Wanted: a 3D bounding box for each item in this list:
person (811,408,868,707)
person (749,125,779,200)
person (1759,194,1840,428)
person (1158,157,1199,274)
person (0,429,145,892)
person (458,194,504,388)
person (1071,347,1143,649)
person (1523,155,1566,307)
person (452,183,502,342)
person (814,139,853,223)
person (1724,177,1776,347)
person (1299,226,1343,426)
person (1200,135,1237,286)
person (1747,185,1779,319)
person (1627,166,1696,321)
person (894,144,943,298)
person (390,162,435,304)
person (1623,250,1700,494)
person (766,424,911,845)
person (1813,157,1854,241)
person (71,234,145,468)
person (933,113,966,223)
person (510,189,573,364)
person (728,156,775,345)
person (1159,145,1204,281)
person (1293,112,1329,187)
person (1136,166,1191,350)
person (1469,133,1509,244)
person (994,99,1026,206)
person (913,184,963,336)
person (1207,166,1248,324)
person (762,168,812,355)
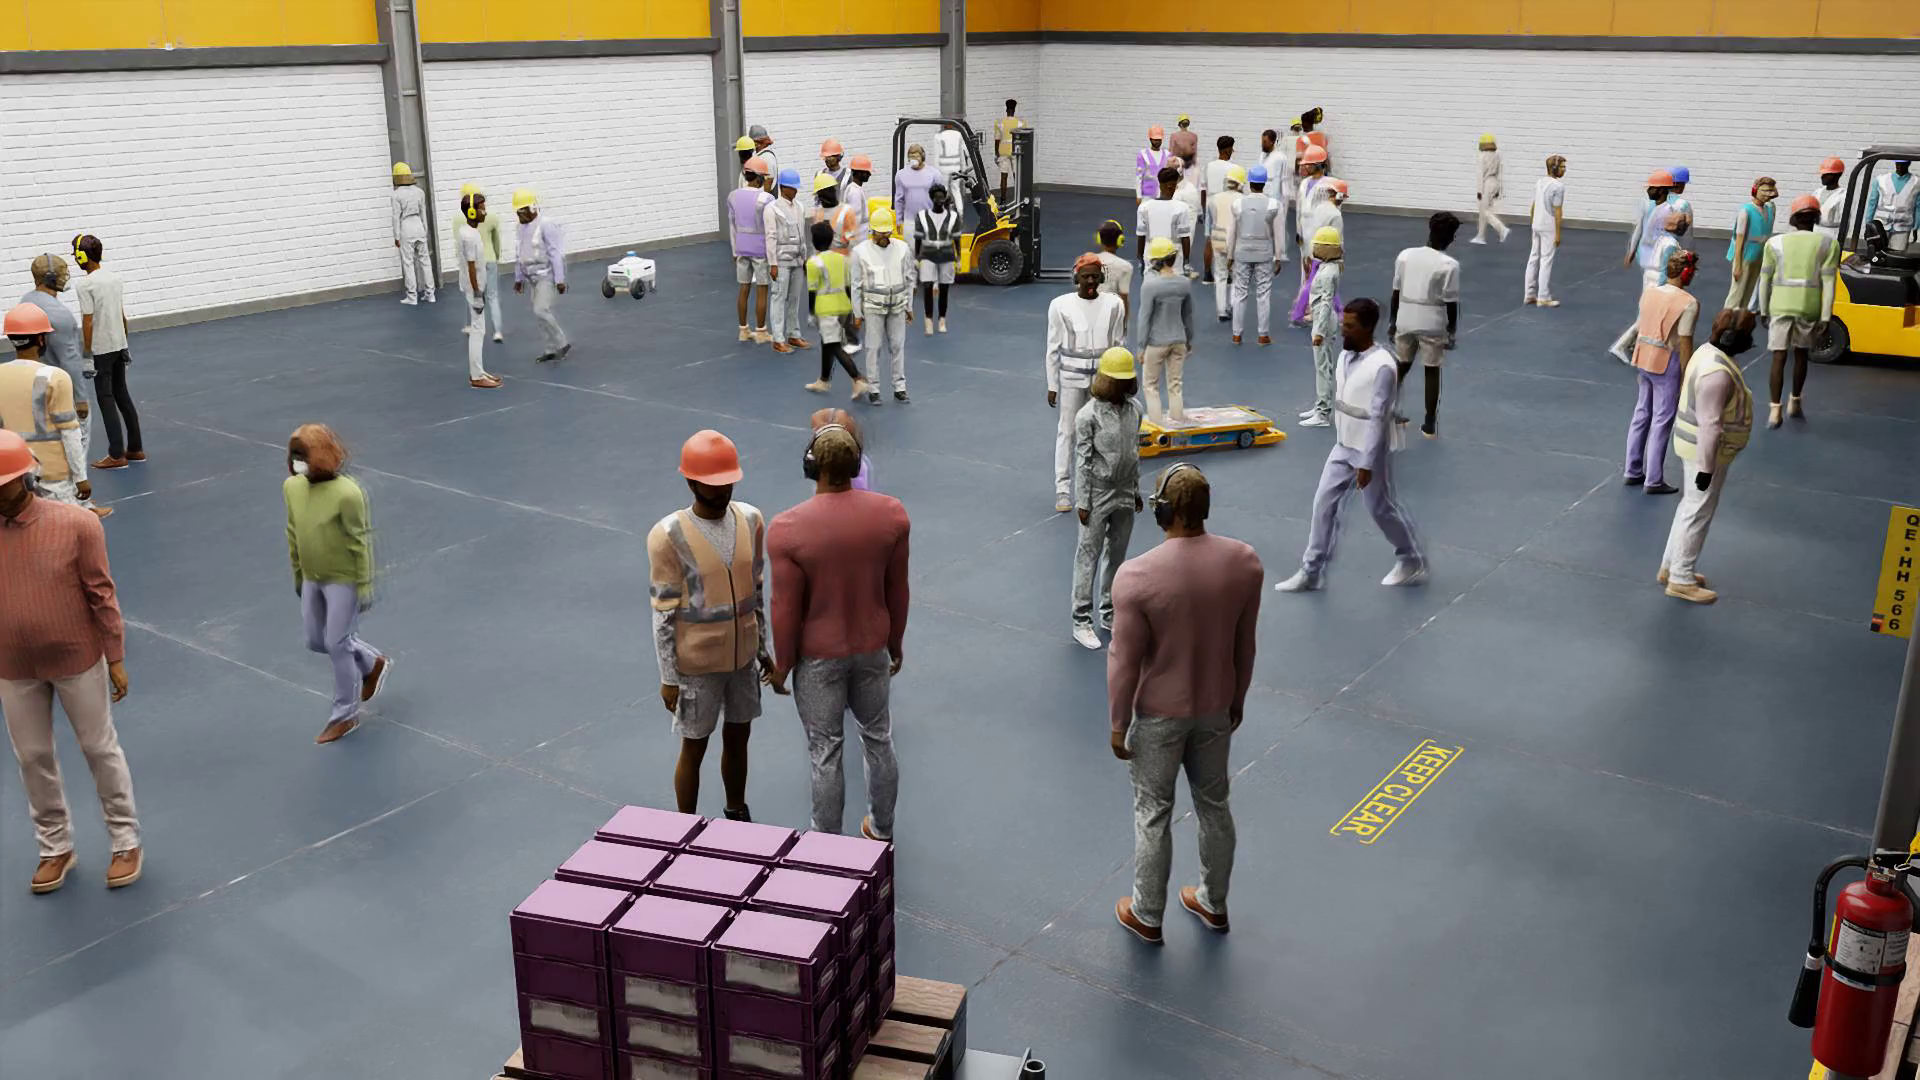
[{"bbox_3d":[-0.674,0.113,8.564,0.523,1.618,0.546,5,18,16],"label":"person"},{"bbox_3d":[-2.770,-4.702,22.965,0.538,2.000,0.681,-2,18,-7],"label":"person"},{"bbox_3d":[7.368,-2.032,14.688,0.620,1.987,0.924,9,20,27],"label":"person"},{"bbox_3d":[2.479,-3.507,19.445,0.408,1.908,0.645,-10,20,-29],"label":"person"},{"bbox_3d":[-3.742,0.498,6.796,0.630,1.980,0.410,-4,18,-12],"label":"person"},{"bbox_3d":[-4.656,-2.399,16.057,0.331,1.864,0.505,-5,18,-16],"label":"person"},{"bbox_3d":[0.867,-0.248,9.513,0.492,1.742,0.317,-14,22,-37],"label":"person"},{"bbox_3d":[7.204,-3.791,20.437,0.345,1.842,0.505,-6,19,-18],"label":"person"},{"bbox_3d":[-5.308,-3.062,18.357,0.522,1.724,0.856,-9,20,-25],"label":"person"},{"bbox_3d":[-1.534,-3.895,20.462,0.607,2.036,0.411,9,20,26],"label":"person"},{"bbox_3d":[8.466,-2.977,17.890,0.564,1.841,0.391,-14,23,-38],"label":"person"},{"bbox_3d":[3.162,-1.869,14.582,0.296,1.744,0.484,4,18,13],"label":"person"},{"bbox_3d":[3.450,-4.341,21.952,0.613,1.964,0.361,16,24,41],"label":"person"},{"bbox_3d":[9.457,-3.443,19.699,0.290,1.627,0.504,15,23,39],"label":"person"},{"bbox_3d":[7.789,-3.150,18.330,0.917,1.902,0.662,-9,20,-26],"label":"person"},{"bbox_3d":[-0.526,-4.041,21.091,0.635,1.927,0.377,4,18,13],"label":"person"},{"bbox_3d":[-6.834,-3.797,20.637,0.321,1.737,0.487,13,22,34],"label":"person"},{"bbox_3d":[5.276,-1.257,12.523,0.388,1.836,0.561,-5,18,-14],"label":"person"},{"bbox_3d":[-0.503,0.463,6.972,0.627,1.941,0.373,-9,20,-25],"label":"person"},{"bbox_3d":[9.897,-3.409,19.087,0.378,1.936,0.548,-5,18,-16],"label":"person"},{"bbox_3d":[-6.812,-1.493,13.237,0.346,1.856,0.527,2,18,7],"label":"person"},{"bbox_3d":[-0.182,-6.241,28.052,0.584,1.874,0.667,-8,19,-23],"label":"person"},{"bbox_3d":[-4.332,-2.695,17.069,0.617,1.804,0.457,16,24,41],"label":"person"},{"bbox_3d":[-2.218,-3.144,18.115,0.613,2.031,0.410,10,20,27],"label":"person"},{"bbox_3d":[3.026,-4.407,22.437,0.634,1.790,0.917,-13,22,-34],"label":"person"},{"bbox_3d":[5.726,-6.024,27.270,0.632,1.928,0.694,-10,20,-29],"label":"person"},{"bbox_3d":[2.171,-2.968,17.672,0.600,1.958,0.377,9,20,26],"label":"person"},{"bbox_3d":[8.247,-5.422,25.743,0.506,1.709,0.676,-14,23,-37],"label":"person"},{"bbox_3d":[0.922,-7.120,30.648,0.626,1.964,0.361,-1,18,-2],"label":"person"},{"bbox_3d":[-0.238,-3.116,18.578,0.548,1.676,0.659,-2,18,-5],"label":"person"},{"bbox_3d":[3.149,-3.418,19.331,0.583,1.809,0.450,9,20,25],"label":"person"},{"bbox_3d":[-1.828,-2.967,17.690,0.391,1.947,0.602,11,21,32],"label":"person"}]
